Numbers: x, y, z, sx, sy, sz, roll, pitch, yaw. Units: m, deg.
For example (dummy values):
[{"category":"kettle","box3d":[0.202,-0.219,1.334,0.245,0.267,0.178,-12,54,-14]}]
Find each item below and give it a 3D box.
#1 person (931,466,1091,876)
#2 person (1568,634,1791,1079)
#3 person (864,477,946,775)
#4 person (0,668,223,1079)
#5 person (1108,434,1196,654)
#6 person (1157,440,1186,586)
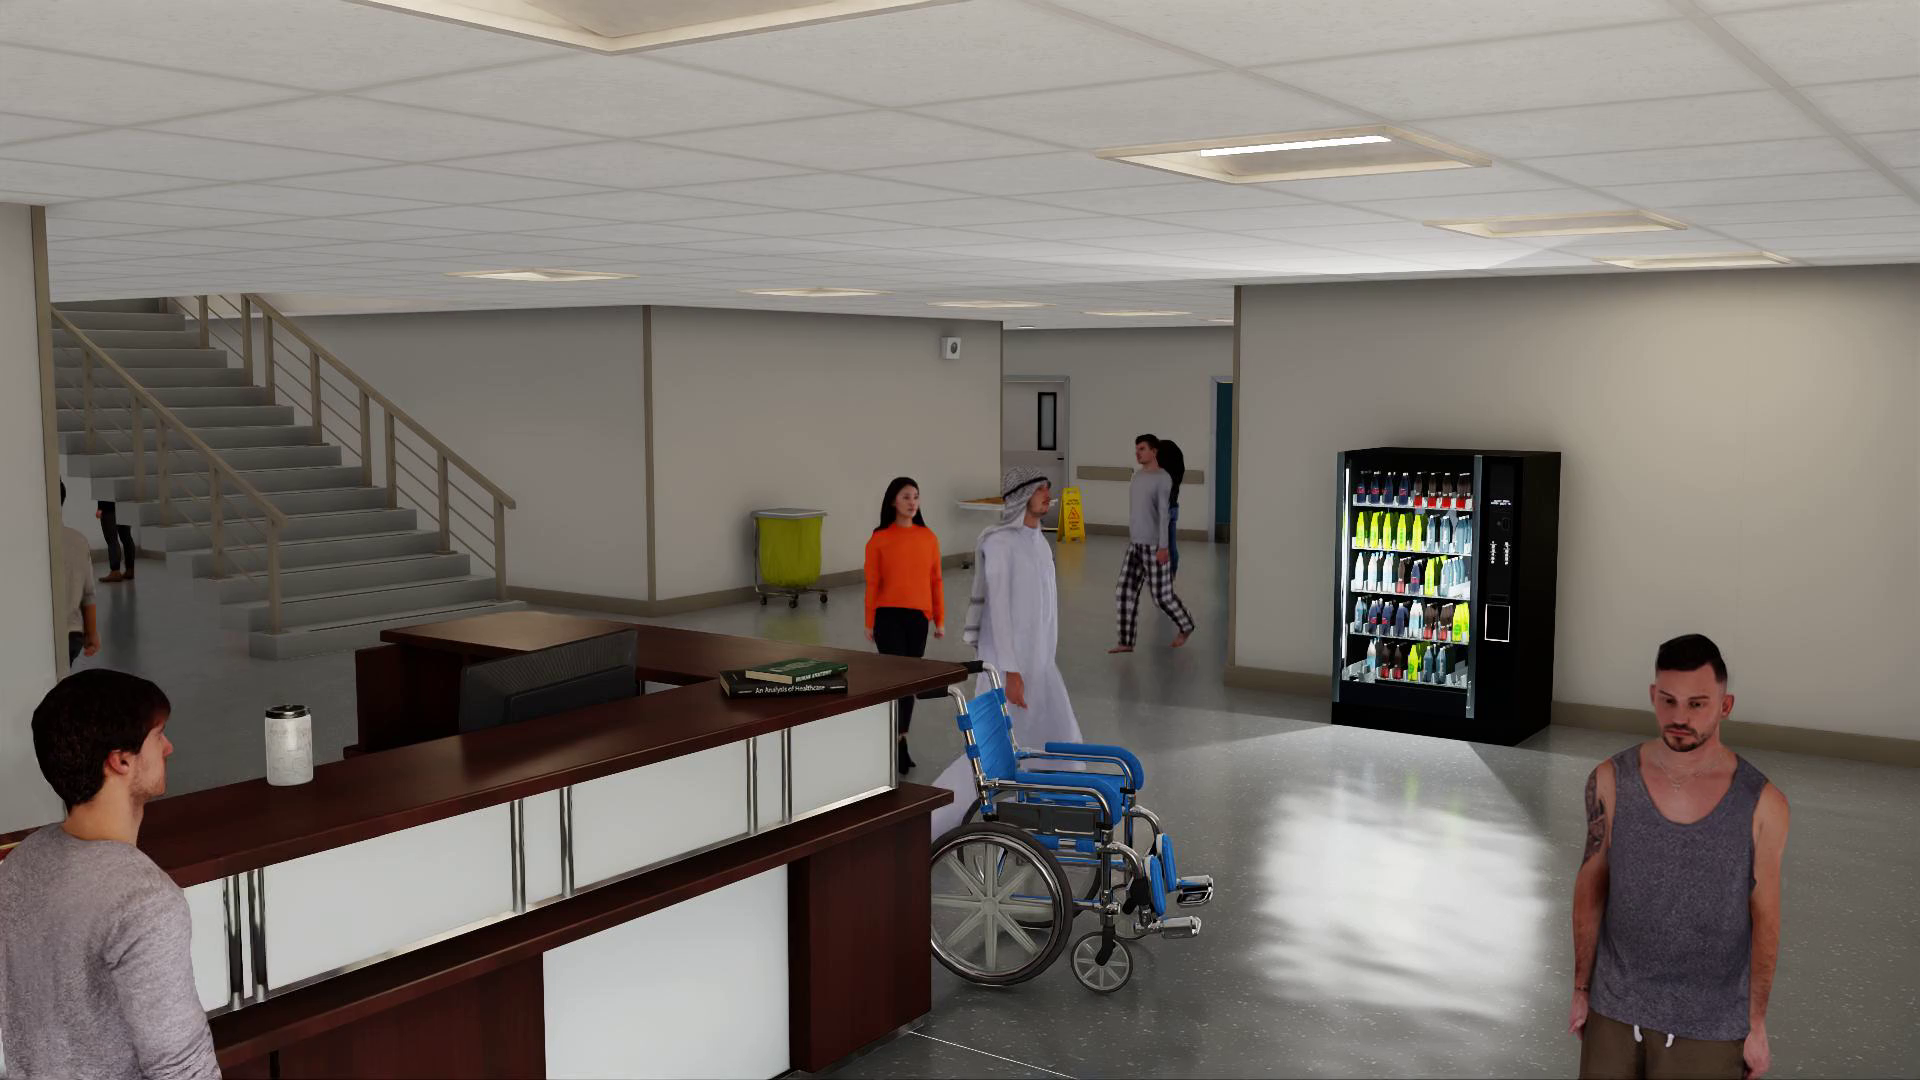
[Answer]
[{"category":"person","box3d":[0.184,0.623,7.792,1.218,1.895,0.667,4,7,37]},{"category":"person","box3d":[1.737,1.122,4.084,0.526,1.837,0.718,3,7,29]},{"category":"person","box3d":[-0.389,0.494,9.877,0.756,1.733,0.801,-3,7,-29]},{"category":"person","box3d":[-1.550,1.167,2.878,1.181,1.796,0.859,5,8,42]},{"category":"person","box3d":[1.650,0.054,13.880,0.944,1.808,1.137,-4,7,-36]},{"category":"person","box3d":[2.272,-0.300,18.359,0.601,1.616,0.606,5,7,39]}]
